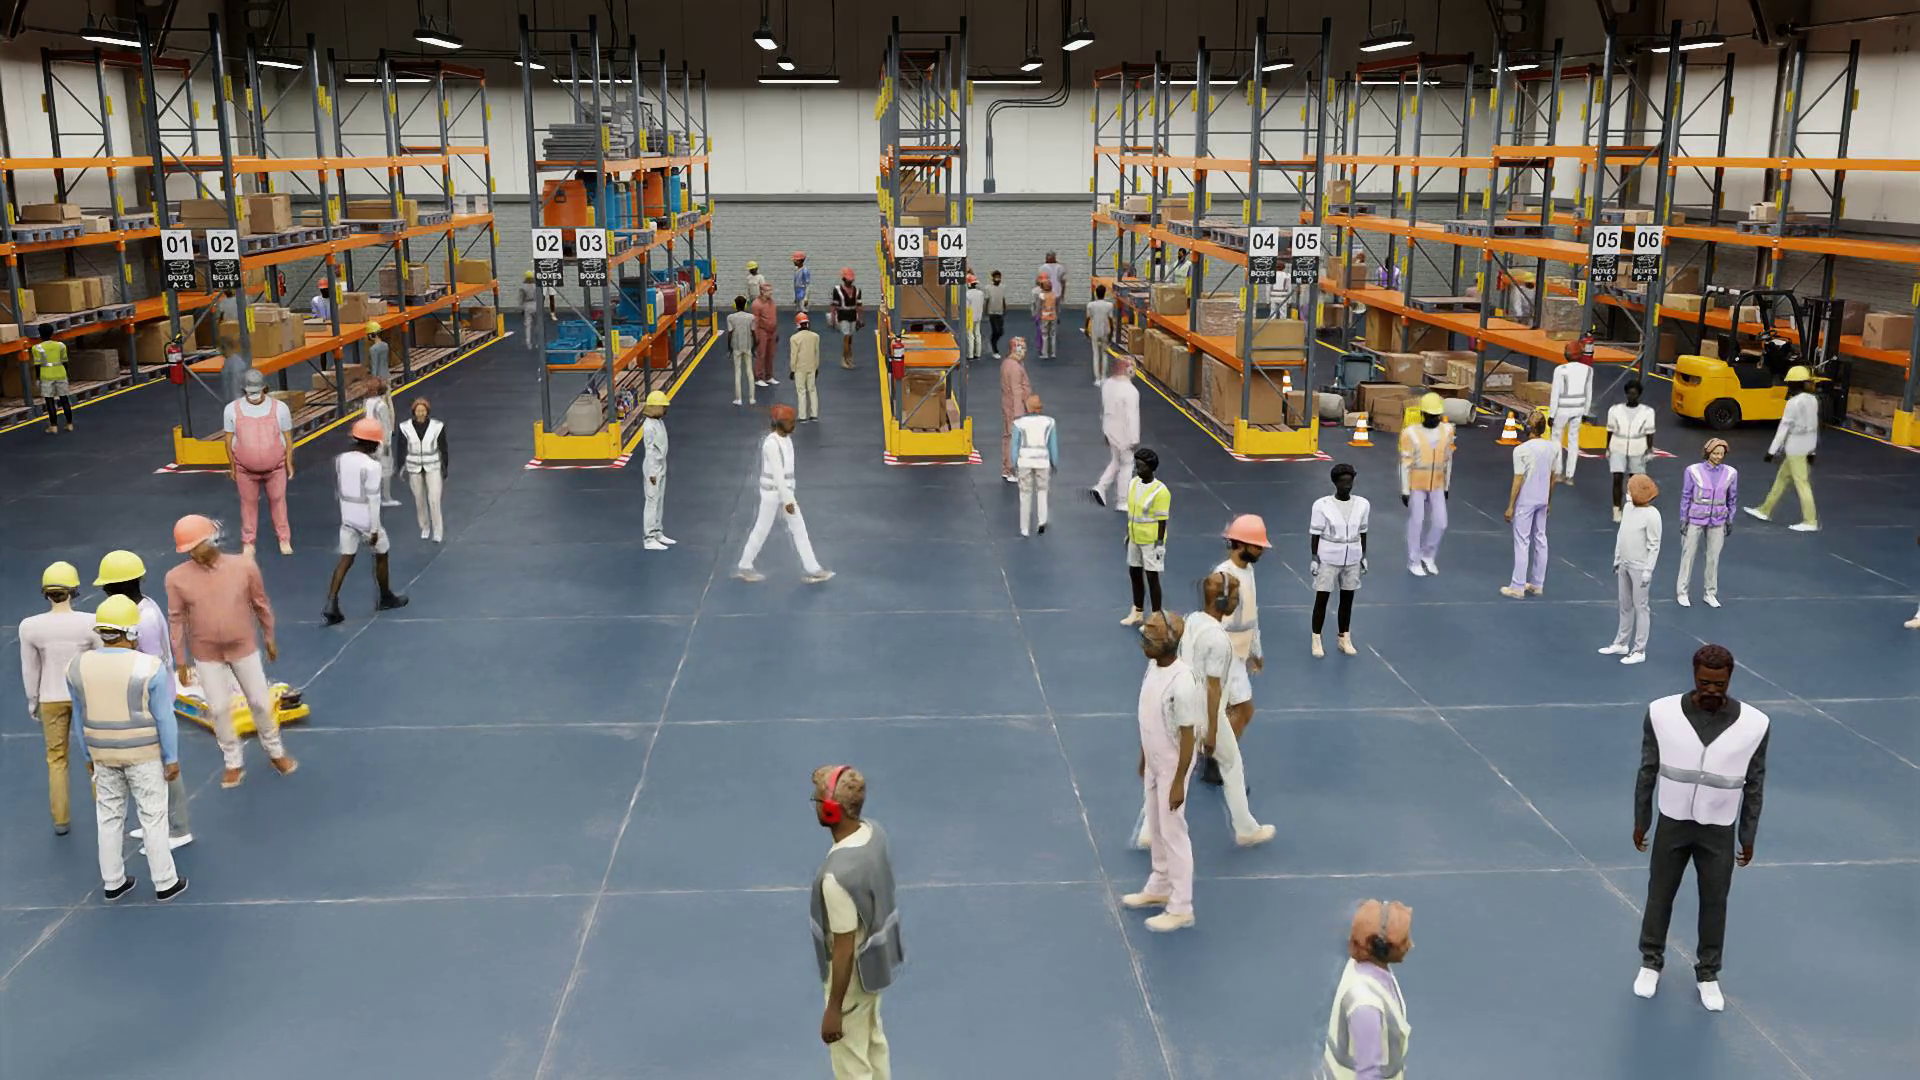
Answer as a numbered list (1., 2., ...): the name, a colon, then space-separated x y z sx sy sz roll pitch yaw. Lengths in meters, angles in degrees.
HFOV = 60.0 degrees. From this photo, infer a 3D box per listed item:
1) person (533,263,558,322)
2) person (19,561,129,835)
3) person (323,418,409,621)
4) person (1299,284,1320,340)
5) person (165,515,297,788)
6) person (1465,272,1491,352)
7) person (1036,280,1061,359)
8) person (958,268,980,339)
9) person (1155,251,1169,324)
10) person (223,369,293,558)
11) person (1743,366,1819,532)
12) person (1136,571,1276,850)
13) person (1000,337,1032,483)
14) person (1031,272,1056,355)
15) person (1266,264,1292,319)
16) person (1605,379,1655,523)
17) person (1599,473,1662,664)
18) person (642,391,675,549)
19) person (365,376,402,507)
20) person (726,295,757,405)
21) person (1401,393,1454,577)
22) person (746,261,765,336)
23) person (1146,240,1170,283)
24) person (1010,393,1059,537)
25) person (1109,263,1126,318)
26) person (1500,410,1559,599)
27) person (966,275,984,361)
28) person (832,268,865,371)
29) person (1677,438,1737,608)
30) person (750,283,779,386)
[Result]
1. person: -10.405 -6.499 41.830 0.604 2.035 0.413 -8 15 -30
2. person: -5.659 1.002 10.618 0.536 1.766 0.325 -3 14 -12
3. person: -5.580 -0.193 15.405 0.610 1.897 0.927 6 15 25
4. person: 7.891 -5.401 37.809 0.443 1.728 0.565 11 17 39
5. person: -4.990 0.754 11.275 0.662 1.945 0.508 -6 15 -24
6. person: 10.983 -4.819 35.348 0.531 1.728 0.873 3 14 13
7. person: 1.832 -4.568 34.503 0.543 1.629 0.328 -4 14 -16
8. person: 0.206 -5.404 38.034 0.507 1.631 0.266 1 13 5
9. person: 4.809 -5.944 39.765 0.637 1.895 0.617 11 17 39
10. person: -7.470 -0.828 17.775 0.678 2.000 0.537 -6 14 -22
11. person: 9.507 -1.059 19.107 0.592 1.878 0.945 -13 18 -43
12. person: 1.509 1.068 10.276 0.898 1.799 0.513 -5 14 -20
13. person: 0.740 -1.710 21.802 0.403 1.906 0.649 -2 13 -8
14. person: 1.777 -4.819 35.325 0.576 1.738 0.446 -3 14 -13
15. person: 7.144 -5.345 37.249 0.573 1.883 0.355 5 14 21
16. person: 7.876 -1.075 19.596 0.534 1.676 0.705 5 14 21
17. person: 5.729 0.235 14.143 0.279 1.633 0.499 -3 14 -11
18. person: -3.303 -0.767 18.175 0.327 1.736 0.488 1 13 6
19. person: -7.066 -1.161 20.094 0.522 1.624 0.520 -11 17 -38
20. person: -3.722 -3.236 28.345 0.514 1.871 0.327 -4 14 -16
21. person: 4.744 -0.560 16.932 0.596 1.906 0.443 -3 14 -11
22. person: -4.738 -5.574 38.506 0.532 1.752 0.342 9 16 33
23. person: 4.966 -6.495 41.768 0.608 2.048 0.365 5 14 20
24. person: 0.832 -0.835 18.682 0.544 1.621 0.392 -1 13 -6
25. person: 3.836 -5.924 40.267 0.547 1.612 0.519 3 14 14
26. person: 5.528 -0.344 16.144 0.505 1.847 0.346 -5 14 -21
27. person: 0.243 -4.571 34.247 0.325 1.752 0.559 12 18 42
28. person: -2.130 -4.310 32.599 0.612 1.998 0.992 -9 16 -33
29. person: 7.109 -0.165 15.847 0.514 1.634 0.313 1 13 4
30. person: -3.555 -3.777 30.587 0.397 1.899 0.648 8 16 31
